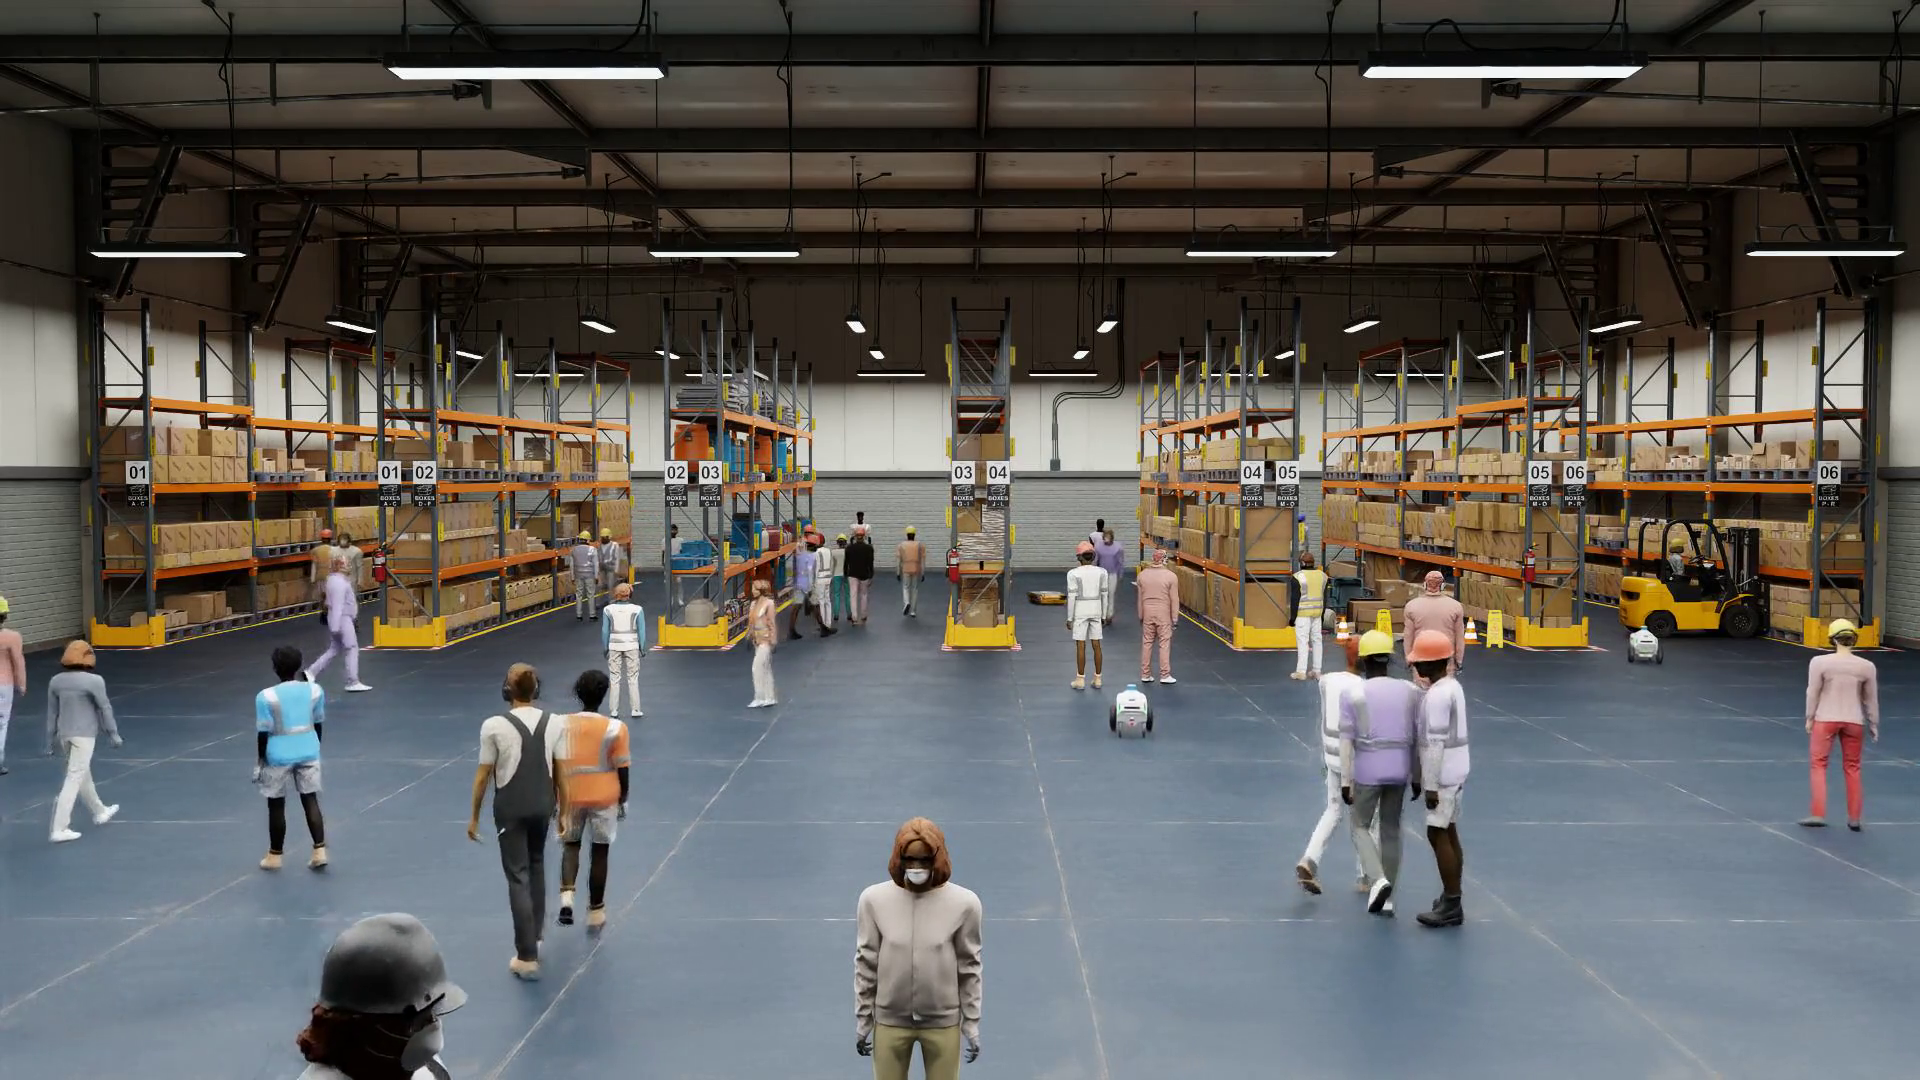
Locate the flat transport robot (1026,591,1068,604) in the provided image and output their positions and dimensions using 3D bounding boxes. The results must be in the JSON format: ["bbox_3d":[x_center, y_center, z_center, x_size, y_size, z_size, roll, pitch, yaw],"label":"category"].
[{"bbox_3d":[2.021,1.326,37.490,0.652,0.197,1.431,0,2,-12],"label":"flat transport robot"}]

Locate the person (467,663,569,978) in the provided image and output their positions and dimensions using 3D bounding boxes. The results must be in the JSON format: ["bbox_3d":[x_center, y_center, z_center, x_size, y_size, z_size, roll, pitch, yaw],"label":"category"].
[{"bbox_3d":[-2.663,1.649,9.682,0.538,1.819,0.751,-2,3,-39],"label":"person"}]

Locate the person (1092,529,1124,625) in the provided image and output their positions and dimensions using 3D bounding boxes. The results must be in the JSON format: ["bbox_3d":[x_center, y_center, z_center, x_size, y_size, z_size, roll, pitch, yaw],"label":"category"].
[{"bbox_3d":[2.957,0.720,32.203,0.636,1.899,1.011,1,2,15],"label":"person"}]

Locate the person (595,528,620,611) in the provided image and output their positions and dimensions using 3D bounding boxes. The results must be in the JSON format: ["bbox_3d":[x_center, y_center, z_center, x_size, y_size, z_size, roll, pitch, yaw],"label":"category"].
[{"bbox_3d":[-7.662,0.649,34.915,0.597,1.810,0.632,0,2,11],"label":"person"}]

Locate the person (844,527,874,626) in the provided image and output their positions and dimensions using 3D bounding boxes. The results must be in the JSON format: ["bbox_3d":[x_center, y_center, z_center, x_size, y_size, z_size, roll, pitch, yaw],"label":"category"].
[{"bbox_3d":[-2.005,0.720,31.864,0.622,1.934,1.078,0,2,2],"label":"person"}]

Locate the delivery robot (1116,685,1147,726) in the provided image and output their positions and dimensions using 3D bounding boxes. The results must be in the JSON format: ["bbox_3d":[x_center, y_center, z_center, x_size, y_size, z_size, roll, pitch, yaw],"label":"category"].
[{"bbox_3d":[1.960,1.896,18.448,0.477,0.478,0.707,0,2,5],"label":"delivery robot"}]

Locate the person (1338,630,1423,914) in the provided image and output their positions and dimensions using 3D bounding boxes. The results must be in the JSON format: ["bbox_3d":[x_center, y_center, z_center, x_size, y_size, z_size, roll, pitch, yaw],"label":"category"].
[{"bbox_3d":[2.824,1.561,10.783,0.605,1.911,0.548,0,2,-7],"label":"person"}]

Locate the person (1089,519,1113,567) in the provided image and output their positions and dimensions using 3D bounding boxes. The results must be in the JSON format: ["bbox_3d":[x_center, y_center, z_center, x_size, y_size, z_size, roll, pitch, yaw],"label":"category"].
[{"bbox_3d":[3.371,0.448,38.590,0.593,1.922,0.392,-1,2,-13],"label":"person"}]

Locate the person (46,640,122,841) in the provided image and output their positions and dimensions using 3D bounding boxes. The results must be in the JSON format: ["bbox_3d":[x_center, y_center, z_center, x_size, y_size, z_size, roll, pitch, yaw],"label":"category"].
[{"bbox_3d":[-7.168,1.618,13.252,0.506,1.592,0.851,1,2,17],"label":"person"}]

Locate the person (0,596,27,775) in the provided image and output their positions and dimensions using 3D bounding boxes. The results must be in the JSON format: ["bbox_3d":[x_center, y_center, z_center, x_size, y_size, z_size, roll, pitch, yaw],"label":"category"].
[{"bbox_3d":[-9.476,1.430,15.885,0.549,1.754,0.462,0,2,-7],"label":"person"}]

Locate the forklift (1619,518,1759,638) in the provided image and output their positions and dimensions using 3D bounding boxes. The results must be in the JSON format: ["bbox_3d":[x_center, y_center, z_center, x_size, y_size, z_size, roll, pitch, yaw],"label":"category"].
[{"bbox_3d":[13.417,0.684,29.791,2.313,2.155,1.214,0,2,0],"label":"forklift"}]

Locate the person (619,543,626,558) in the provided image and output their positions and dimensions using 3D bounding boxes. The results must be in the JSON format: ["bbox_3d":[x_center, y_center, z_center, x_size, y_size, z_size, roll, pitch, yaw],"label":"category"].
[{"bbox_3d":[-9.649,0.157,45.229,0.726,1.968,0.644,0,2,6],"label":"person"}]

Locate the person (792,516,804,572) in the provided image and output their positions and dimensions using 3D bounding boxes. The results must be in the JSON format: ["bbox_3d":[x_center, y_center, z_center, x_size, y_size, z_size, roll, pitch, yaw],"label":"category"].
[{"bbox_3d":[-4.503,0.253,44.784,0.794,1.813,0.655,0,2,4],"label":"person"}]

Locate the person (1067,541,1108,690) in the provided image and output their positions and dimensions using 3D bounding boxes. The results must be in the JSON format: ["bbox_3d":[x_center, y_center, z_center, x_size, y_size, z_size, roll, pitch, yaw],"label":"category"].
[{"bbox_3d":[1.747,1.035,22.322,0.608,2.043,0.374,-1,2,-20],"label":"person"}]

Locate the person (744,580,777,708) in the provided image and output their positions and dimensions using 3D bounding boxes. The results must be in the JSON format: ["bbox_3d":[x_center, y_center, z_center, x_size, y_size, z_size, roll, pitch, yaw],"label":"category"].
[{"bbox_3d":[-2.570,1.316,20.393,0.607,1.616,0.551,-2,3,-36],"label":"person"}]

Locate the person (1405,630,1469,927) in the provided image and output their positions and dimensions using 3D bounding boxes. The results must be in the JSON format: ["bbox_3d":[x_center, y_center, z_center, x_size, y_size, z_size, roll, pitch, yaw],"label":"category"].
[{"bbox_3d":[3.182,1.558,10.740,0.397,1.927,0.633,1,3,28],"label":"person"}]

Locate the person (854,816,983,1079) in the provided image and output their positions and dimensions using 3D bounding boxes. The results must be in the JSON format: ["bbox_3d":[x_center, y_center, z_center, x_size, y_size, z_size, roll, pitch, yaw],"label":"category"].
[{"bbox_3d":[-0.163,1.876,6.227,0.497,1.633,0.287,0,2,3],"label":"person"}]

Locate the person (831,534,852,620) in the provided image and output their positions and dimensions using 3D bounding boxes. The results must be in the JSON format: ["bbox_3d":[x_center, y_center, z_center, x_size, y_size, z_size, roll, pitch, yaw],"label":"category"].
[{"bbox_3d":[-2.399,0.753,32.921,0.522,1.763,0.319,0,2,-2],"label":"person"}]

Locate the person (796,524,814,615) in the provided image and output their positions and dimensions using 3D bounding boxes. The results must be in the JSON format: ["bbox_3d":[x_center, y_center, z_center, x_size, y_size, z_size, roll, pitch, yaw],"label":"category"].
[{"bbox_3d":[-3.196,0.622,34.171,0.561,1.919,0.493,0,2,4],"label":"person"}]

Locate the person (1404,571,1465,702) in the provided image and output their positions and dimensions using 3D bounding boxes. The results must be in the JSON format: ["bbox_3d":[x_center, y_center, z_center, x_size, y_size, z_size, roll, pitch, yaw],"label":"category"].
[{"bbox_3d":[5.167,1.289,17.605,0.643,1.909,0.409,1,2,15],"label":"person"}]

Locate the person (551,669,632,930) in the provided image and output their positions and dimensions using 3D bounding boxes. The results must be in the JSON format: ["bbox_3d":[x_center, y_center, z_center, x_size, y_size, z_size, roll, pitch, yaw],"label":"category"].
[{"bbox_3d":[-2.398,1.680,10.444,0.560,1.683,0.388,0,2,2],"label":"person"}]

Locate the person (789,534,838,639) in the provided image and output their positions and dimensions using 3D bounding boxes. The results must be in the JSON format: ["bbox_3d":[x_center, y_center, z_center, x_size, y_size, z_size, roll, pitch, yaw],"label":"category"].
[{"bbox_3d":[-2.688,0.844,29.102,0.993,1.871,0.578,-2,3,-34],"label":"person"}]

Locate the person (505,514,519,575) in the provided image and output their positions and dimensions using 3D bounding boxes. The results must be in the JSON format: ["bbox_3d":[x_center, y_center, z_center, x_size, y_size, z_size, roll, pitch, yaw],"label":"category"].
[{"bbox_3d":[-11.750,0.262,42.181,0.635,1.997,0.981,0,2,0],"label":"person"}]

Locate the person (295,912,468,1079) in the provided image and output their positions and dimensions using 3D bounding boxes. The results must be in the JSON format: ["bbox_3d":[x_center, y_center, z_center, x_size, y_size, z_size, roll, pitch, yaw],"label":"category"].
[{"bbox_3d":[-1.206,1.801,3.589,1.012,2.000,0.684,0,2,2],"label":"person"}]

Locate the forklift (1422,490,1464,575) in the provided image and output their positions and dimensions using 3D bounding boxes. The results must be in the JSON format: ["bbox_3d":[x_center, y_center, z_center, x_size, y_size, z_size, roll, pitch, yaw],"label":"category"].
[{"bbox_3d":[13.926,-0.371,47.846,1.873,2.768,1.129,0,2,0],"label":"forklift"}]

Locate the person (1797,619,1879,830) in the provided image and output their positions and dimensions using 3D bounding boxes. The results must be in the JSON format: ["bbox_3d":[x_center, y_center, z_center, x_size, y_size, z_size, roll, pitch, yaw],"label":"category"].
[{"bbox_3d":[7.288,1.536,13.406,0.671,1.742,0.506,0,2,8],"label":"person"}]

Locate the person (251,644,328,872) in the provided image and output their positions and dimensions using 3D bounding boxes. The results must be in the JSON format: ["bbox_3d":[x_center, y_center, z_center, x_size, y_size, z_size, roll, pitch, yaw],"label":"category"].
[{"bbox_3d":[-4.988,1.622,12.033,0.412,1.701,0.559,2,3,42],"label":"person"}]

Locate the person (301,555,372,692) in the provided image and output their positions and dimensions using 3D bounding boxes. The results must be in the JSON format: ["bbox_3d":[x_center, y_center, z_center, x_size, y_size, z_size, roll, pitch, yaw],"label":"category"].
[{"bbox_3d":[-8.482,1.133,21.941,0.799,1.880,0.641,-1,3,-32],"label":"person"}]

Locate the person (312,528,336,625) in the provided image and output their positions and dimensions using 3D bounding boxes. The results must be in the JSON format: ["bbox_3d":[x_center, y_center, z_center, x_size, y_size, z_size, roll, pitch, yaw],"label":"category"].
[{"bbox_3d":[-12.505,0.728,31.816,0.551,1.914,0.842,0,2,-5],"label":"person"}]

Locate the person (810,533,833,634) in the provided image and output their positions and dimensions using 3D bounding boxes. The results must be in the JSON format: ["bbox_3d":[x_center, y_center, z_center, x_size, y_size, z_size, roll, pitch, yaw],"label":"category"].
[{"bbox_3d":[-2.592,0.803,30.096,0.357,1.885,0.573,1,3,28],"label":"person"}]

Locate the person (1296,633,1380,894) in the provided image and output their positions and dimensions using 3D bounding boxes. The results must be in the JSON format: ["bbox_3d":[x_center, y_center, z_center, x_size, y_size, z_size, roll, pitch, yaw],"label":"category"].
[{"bbox_3d":[2.717,1.568,11.292,0.835,1.851,0.595,-2,3,-36],"label":"person"}]

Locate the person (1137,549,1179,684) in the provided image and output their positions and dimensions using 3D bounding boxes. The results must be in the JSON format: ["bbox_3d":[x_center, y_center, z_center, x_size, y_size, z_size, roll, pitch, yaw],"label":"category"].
[{"bbox_3d":[2.831,1.083,22.913,0.637,1.900,0.404,1,3,32],"label":"person"}]

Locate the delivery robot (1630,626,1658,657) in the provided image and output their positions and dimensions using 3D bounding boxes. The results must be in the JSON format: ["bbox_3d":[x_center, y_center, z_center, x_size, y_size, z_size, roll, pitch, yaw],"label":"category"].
[{"bbox_3d":[10.854,1.611,25.625,0.477,0.478,0.707,1,2,16],"label":"delivery robot"}]

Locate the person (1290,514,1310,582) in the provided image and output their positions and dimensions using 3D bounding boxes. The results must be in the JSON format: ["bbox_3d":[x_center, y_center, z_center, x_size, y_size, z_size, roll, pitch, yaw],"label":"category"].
[{"bbox_3d":[9.220,0.243,44.108,0.673,1.891,0.792,1,2,23],"label":"person"}]

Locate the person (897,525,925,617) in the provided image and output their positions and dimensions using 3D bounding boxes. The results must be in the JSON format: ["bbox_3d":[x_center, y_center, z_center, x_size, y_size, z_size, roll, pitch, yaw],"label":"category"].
[{"bbox_3d":[-1.016,0.647,33.664,0.595,1.910,0.498,0,2,-4],"label":"person"}]

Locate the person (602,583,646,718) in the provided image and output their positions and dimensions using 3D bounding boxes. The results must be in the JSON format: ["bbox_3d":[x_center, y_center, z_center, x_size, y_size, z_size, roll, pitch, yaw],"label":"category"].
[{"bbox_3d":[-4.079,1.341,19.609,0.523,1.639,0.309,0,2,-2],"label":"person"}]

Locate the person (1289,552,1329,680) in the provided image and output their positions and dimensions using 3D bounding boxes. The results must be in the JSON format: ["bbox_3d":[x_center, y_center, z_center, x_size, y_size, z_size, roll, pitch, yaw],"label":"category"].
[{"bbox_3d":[5.021,1.094,23.373,0.625,1.841,0.429,-1,3,-26],"label":"person"}]

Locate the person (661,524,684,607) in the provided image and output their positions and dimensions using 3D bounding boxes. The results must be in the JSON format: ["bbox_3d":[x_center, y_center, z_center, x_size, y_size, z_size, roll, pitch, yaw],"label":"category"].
[{"bbox_3d":[-6.473,0.567,36.429,0.539,1.862,0.390,-1,2,-14],"label":"person"}]

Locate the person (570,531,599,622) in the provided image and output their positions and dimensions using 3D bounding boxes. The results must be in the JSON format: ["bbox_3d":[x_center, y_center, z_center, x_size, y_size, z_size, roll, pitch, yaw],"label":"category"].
[{"bbox_3d":[-7.572,0.736,32.603,0.589,1.821,0.404,0,2,5],"label":"person"}]

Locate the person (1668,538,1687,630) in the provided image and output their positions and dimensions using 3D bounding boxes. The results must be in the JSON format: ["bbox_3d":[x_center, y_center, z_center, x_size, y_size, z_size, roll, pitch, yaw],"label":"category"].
[{"bbox_3d":[13.716,0.840,30.895,0.286,1.746,0.490,0,2,1],"label":"person"}]

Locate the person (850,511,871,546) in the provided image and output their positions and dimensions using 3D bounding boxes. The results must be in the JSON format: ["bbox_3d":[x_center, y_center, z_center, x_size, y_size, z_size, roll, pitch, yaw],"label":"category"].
[{"bbox_3d":[-2.833,0.143,45.933,0.611,1.948,0.630,0,2,-4],"label":"person"}]

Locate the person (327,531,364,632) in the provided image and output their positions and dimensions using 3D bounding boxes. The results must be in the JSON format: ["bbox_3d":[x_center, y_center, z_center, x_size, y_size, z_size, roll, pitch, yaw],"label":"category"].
[{"bbox_3d":[-11.378,0.796,29.930,0.632,1.923,0.671,0,2,-11],"label":"person"}]
